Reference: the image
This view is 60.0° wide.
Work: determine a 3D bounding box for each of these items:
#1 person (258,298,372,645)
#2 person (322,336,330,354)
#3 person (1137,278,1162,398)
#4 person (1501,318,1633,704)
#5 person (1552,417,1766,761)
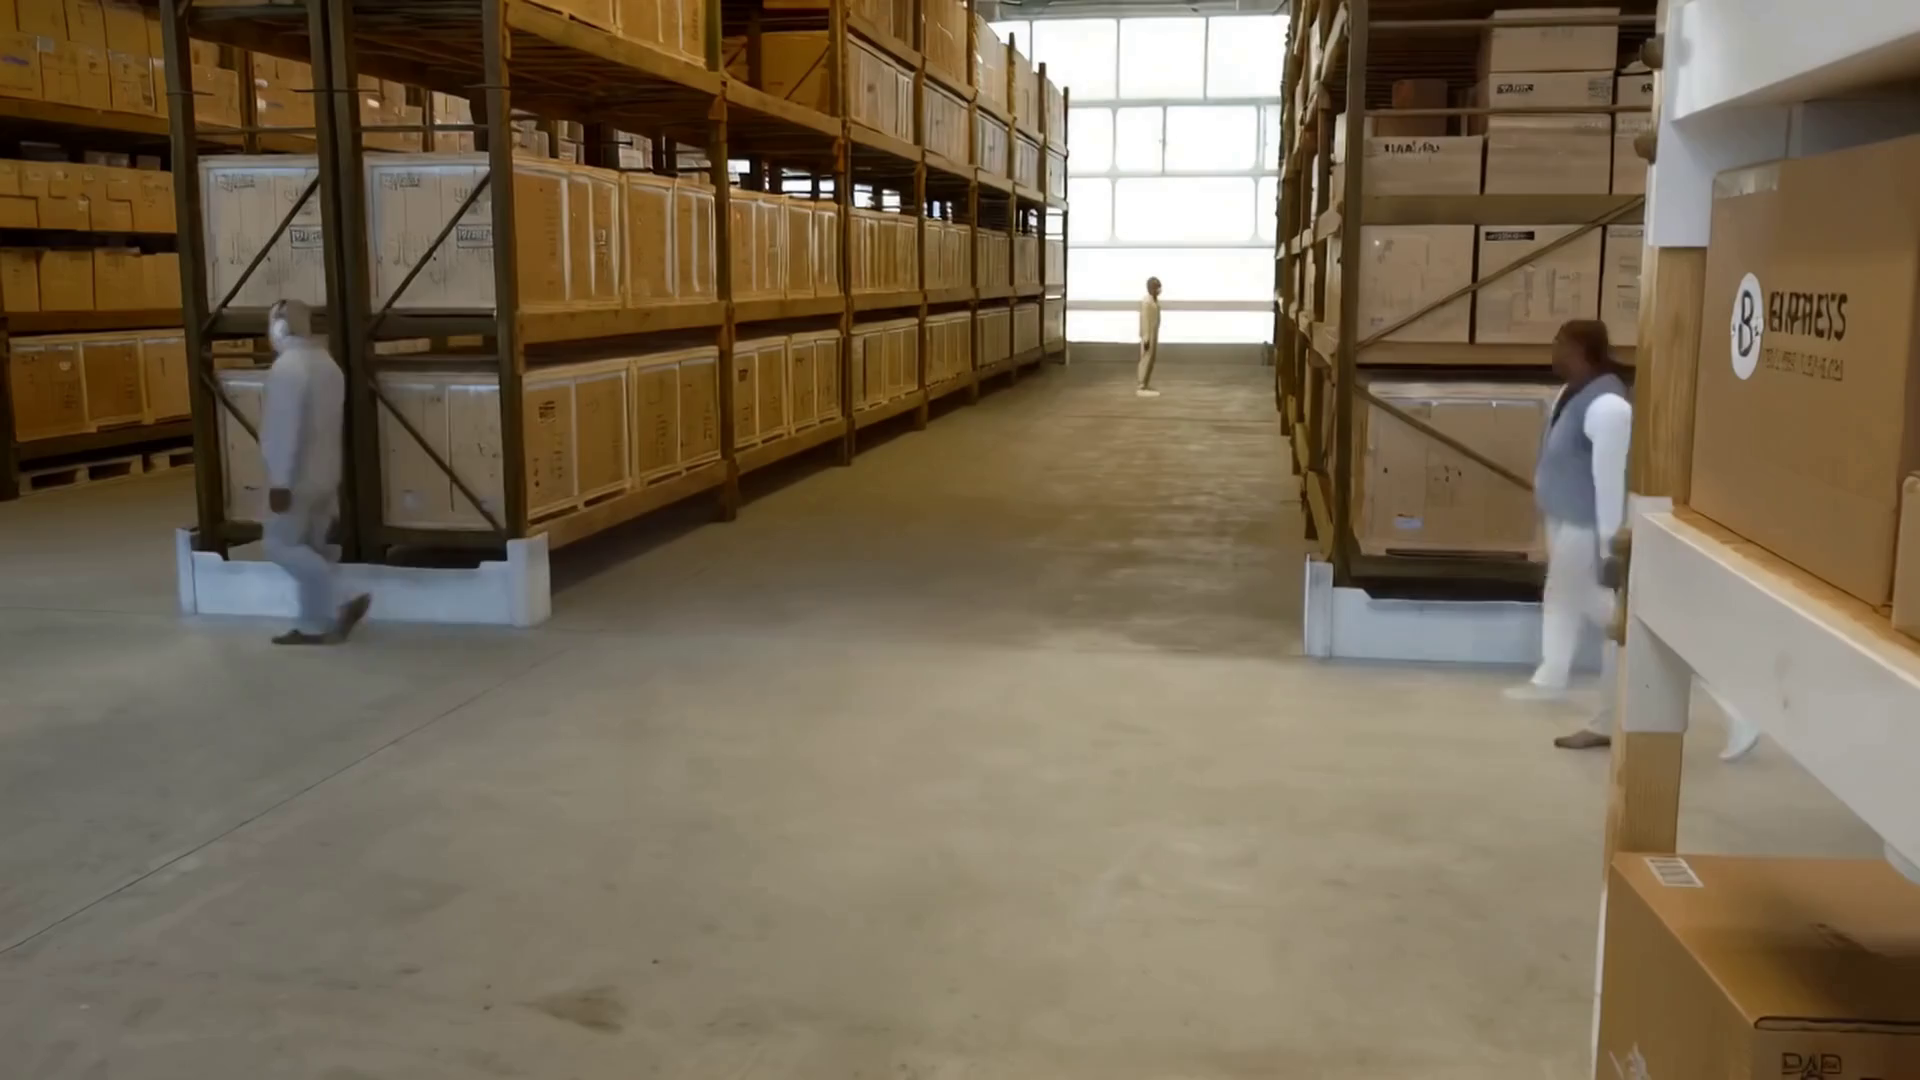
[{"bbox_3d":[-3.467,-0.344,8.895,0.522,1.884,0.659,0,9,3],"label":"person"},{"bbox_3d":[-6.166,-1.520,16.749,0.510,1.691,0.886,-1,9,-7],"label":"person"},{"bbox_3d":[3.067,-3.259,26.861,0.368,1.930,0.629,4,10,25],"label":"person"},{"bbox_3d":[2.973,-0.122,7.747,0.742,1.821,0.632,1,9,4],"label":"person"},{"bbox_3d":[2.954,0.126,6.886,0.795,1.600,0.513,1,9,9],"label":"person"}]
